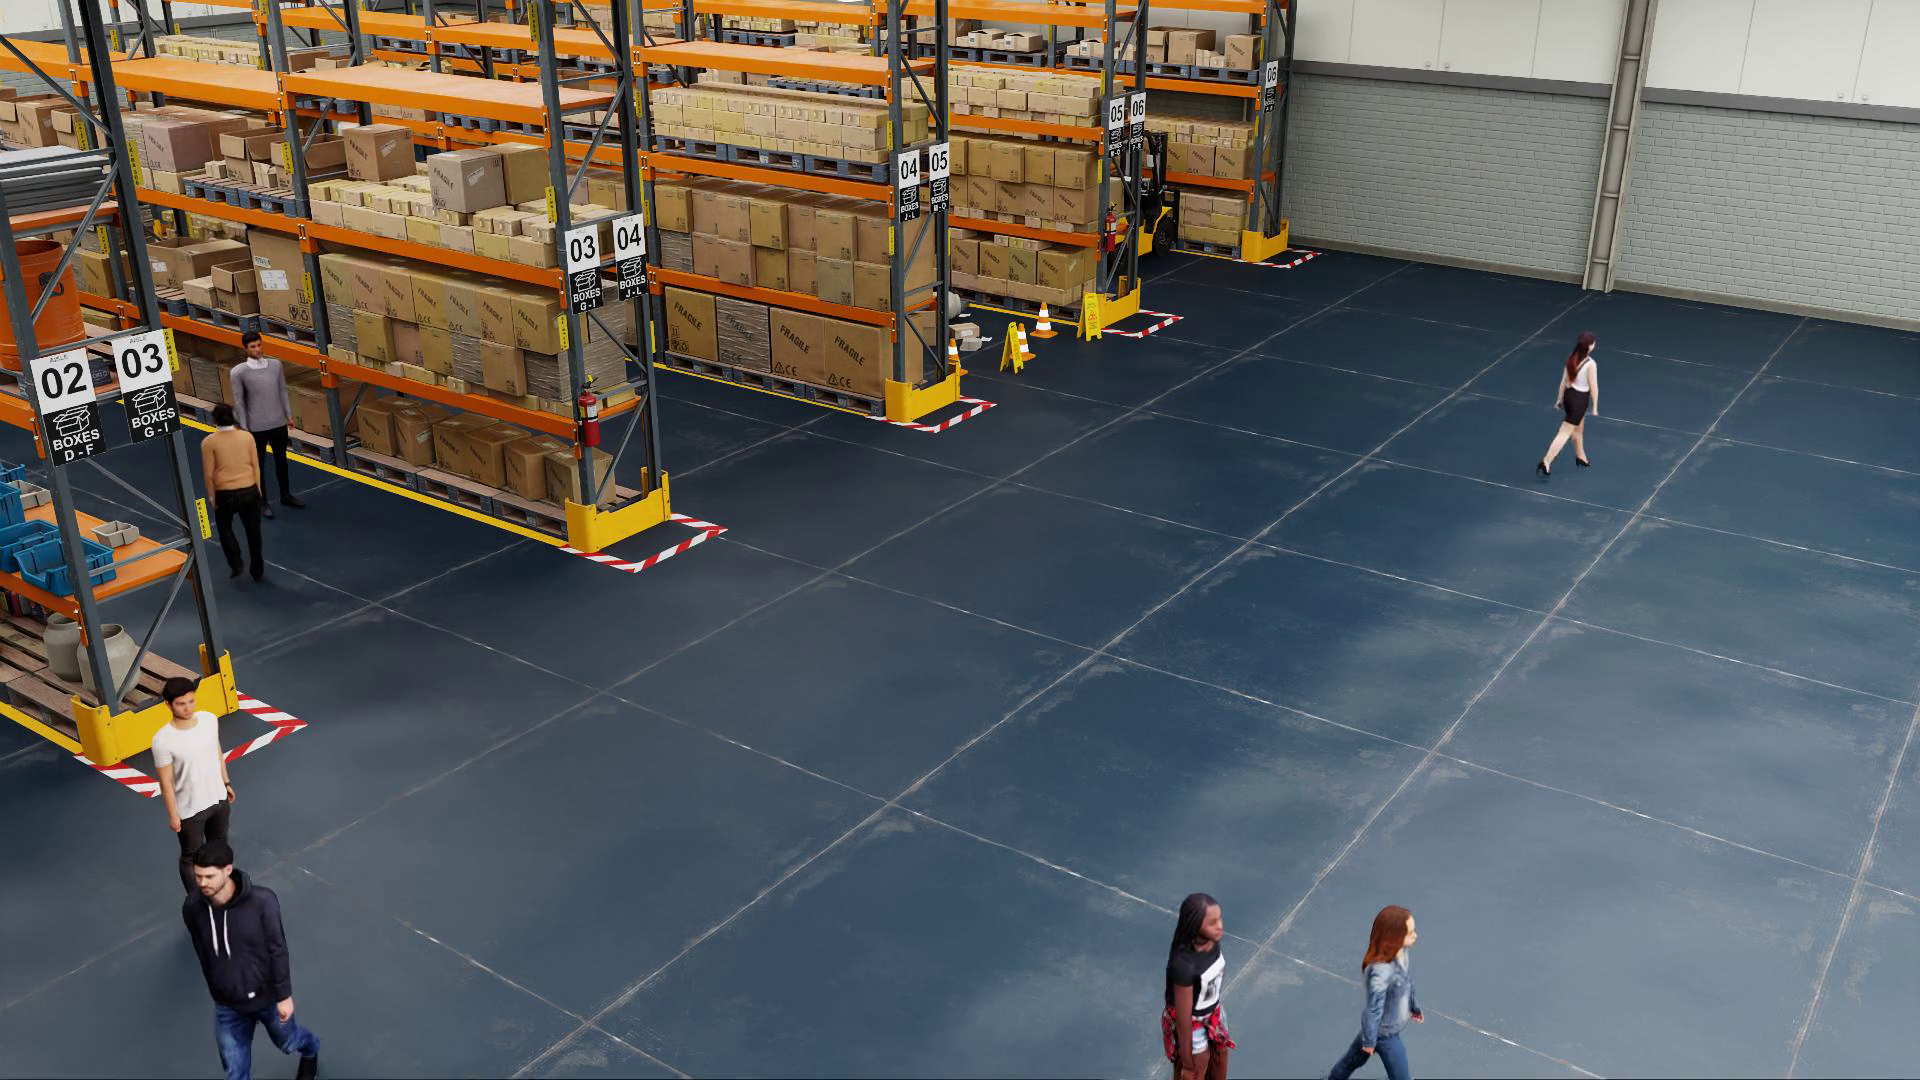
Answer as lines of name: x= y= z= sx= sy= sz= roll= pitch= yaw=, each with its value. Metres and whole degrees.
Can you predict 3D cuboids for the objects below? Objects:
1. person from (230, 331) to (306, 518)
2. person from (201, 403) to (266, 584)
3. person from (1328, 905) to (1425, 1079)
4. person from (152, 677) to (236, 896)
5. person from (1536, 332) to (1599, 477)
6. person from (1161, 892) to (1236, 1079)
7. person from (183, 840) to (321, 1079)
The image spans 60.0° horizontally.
person: x=-7.193 y=-1.229 z=17.209 sx=0.655 sy=1.923 sz=0.758 roll=19 pitch=30 yaw=38
person: x=-6.726 y=-0.406 z=15.499 sx=0.758 sy=1.747 sz=0.769 roll=-14 pitch=27 yaw=-29
person: x=2.188 y=2.568 z=8.894 sx=1.023 sy=1.443 sz=0.722 roll=9 pitch=25 yaw=20
person: x=-4.907 y=1.646 z=10.709 sx=0.559 sy=1.720 sz=0.649 roll=12 pitch=26 yaw=25
person: x=6.630 y=-1.431 z=18.086 sx=0.964 sy=1.608 sz=1.089 roll=-12 pitch=26 yaw=-26
person: x=1.127 y=2.546 z=8.600 sx=0.794 sy=1.712 sz=0.607 roll=14 pitch=27 yaw=29
person: x=-3.723 y=2.359 z=8.861 sx=1.213 sy=1.854 sz=1.181 roll=-1 pitch=23 yaw=-2
